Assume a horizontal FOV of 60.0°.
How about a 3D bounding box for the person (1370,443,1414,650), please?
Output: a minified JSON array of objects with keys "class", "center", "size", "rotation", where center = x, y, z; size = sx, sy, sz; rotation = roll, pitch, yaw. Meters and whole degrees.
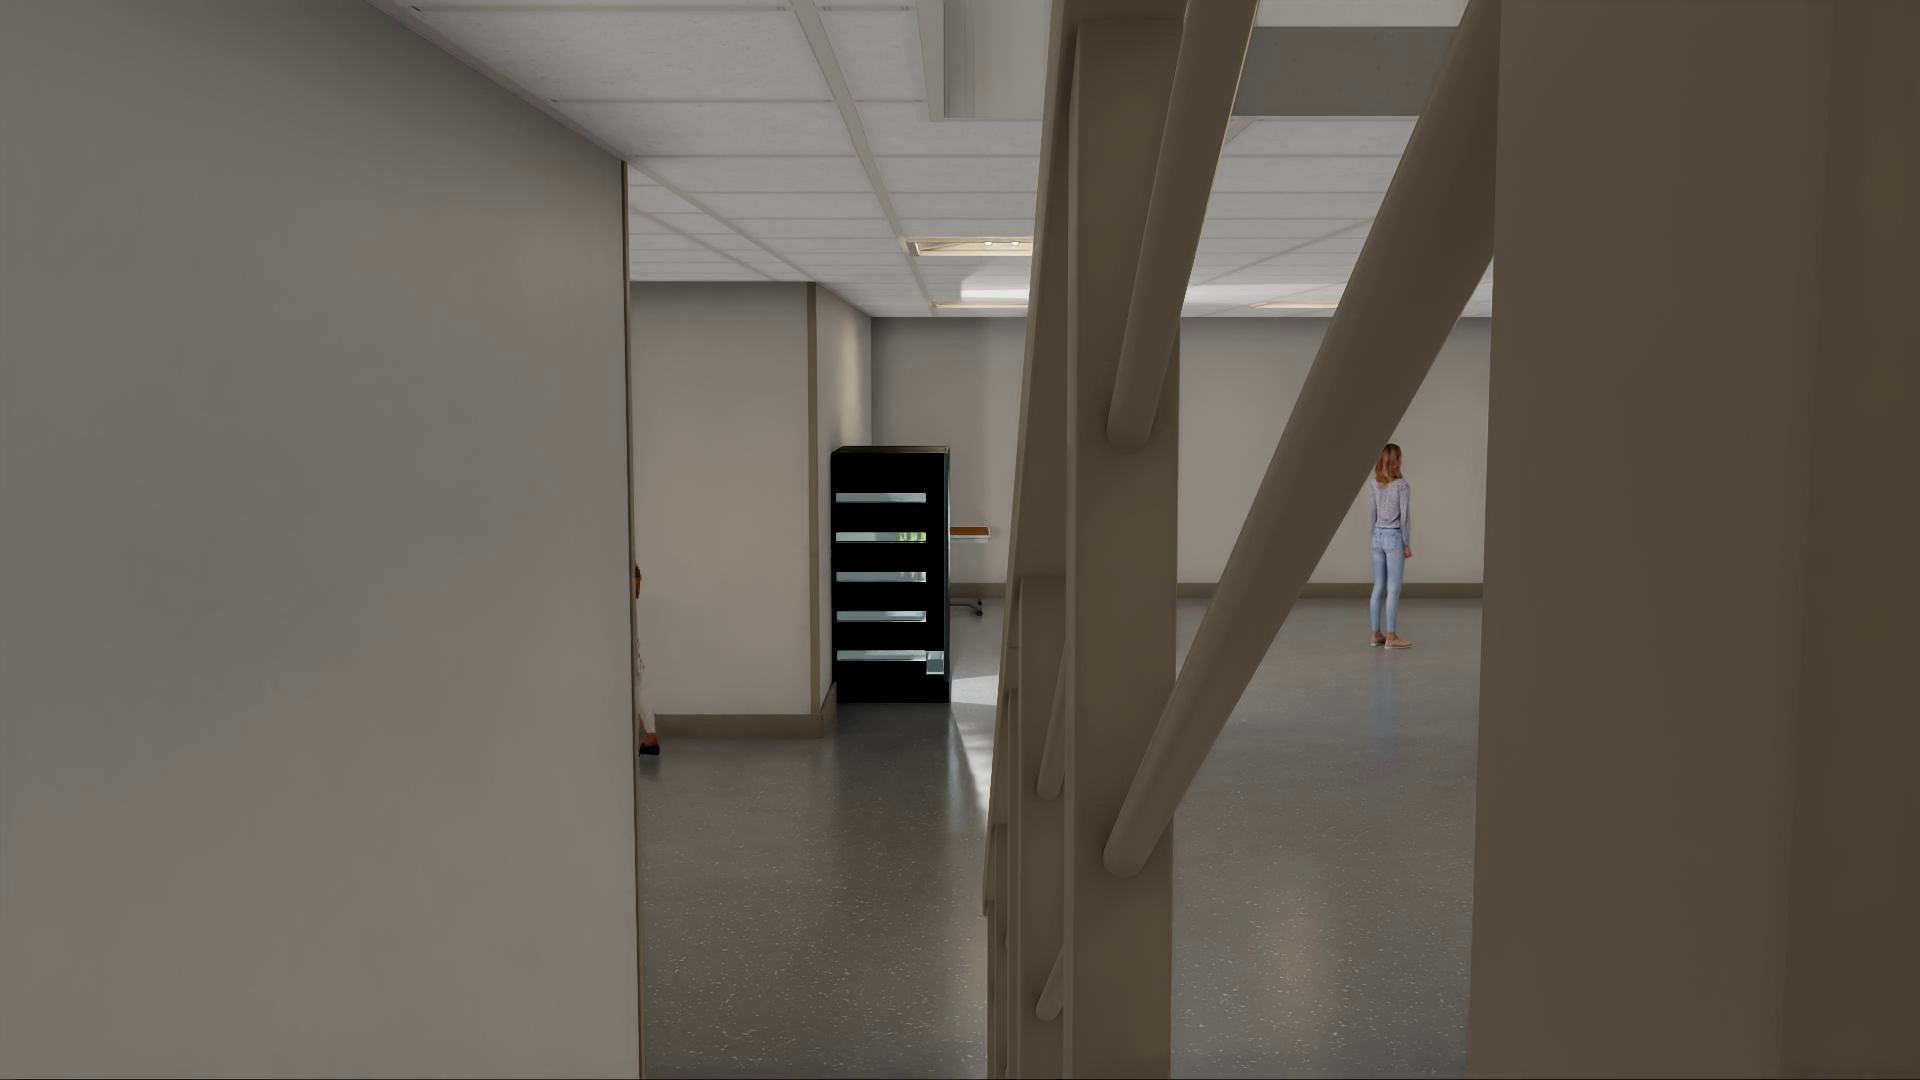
[{"class":"person","center":[3.761,0.046,14.579],"size":[0.728,1.796,0.620],"rotation":[-3,7,-31]}]
